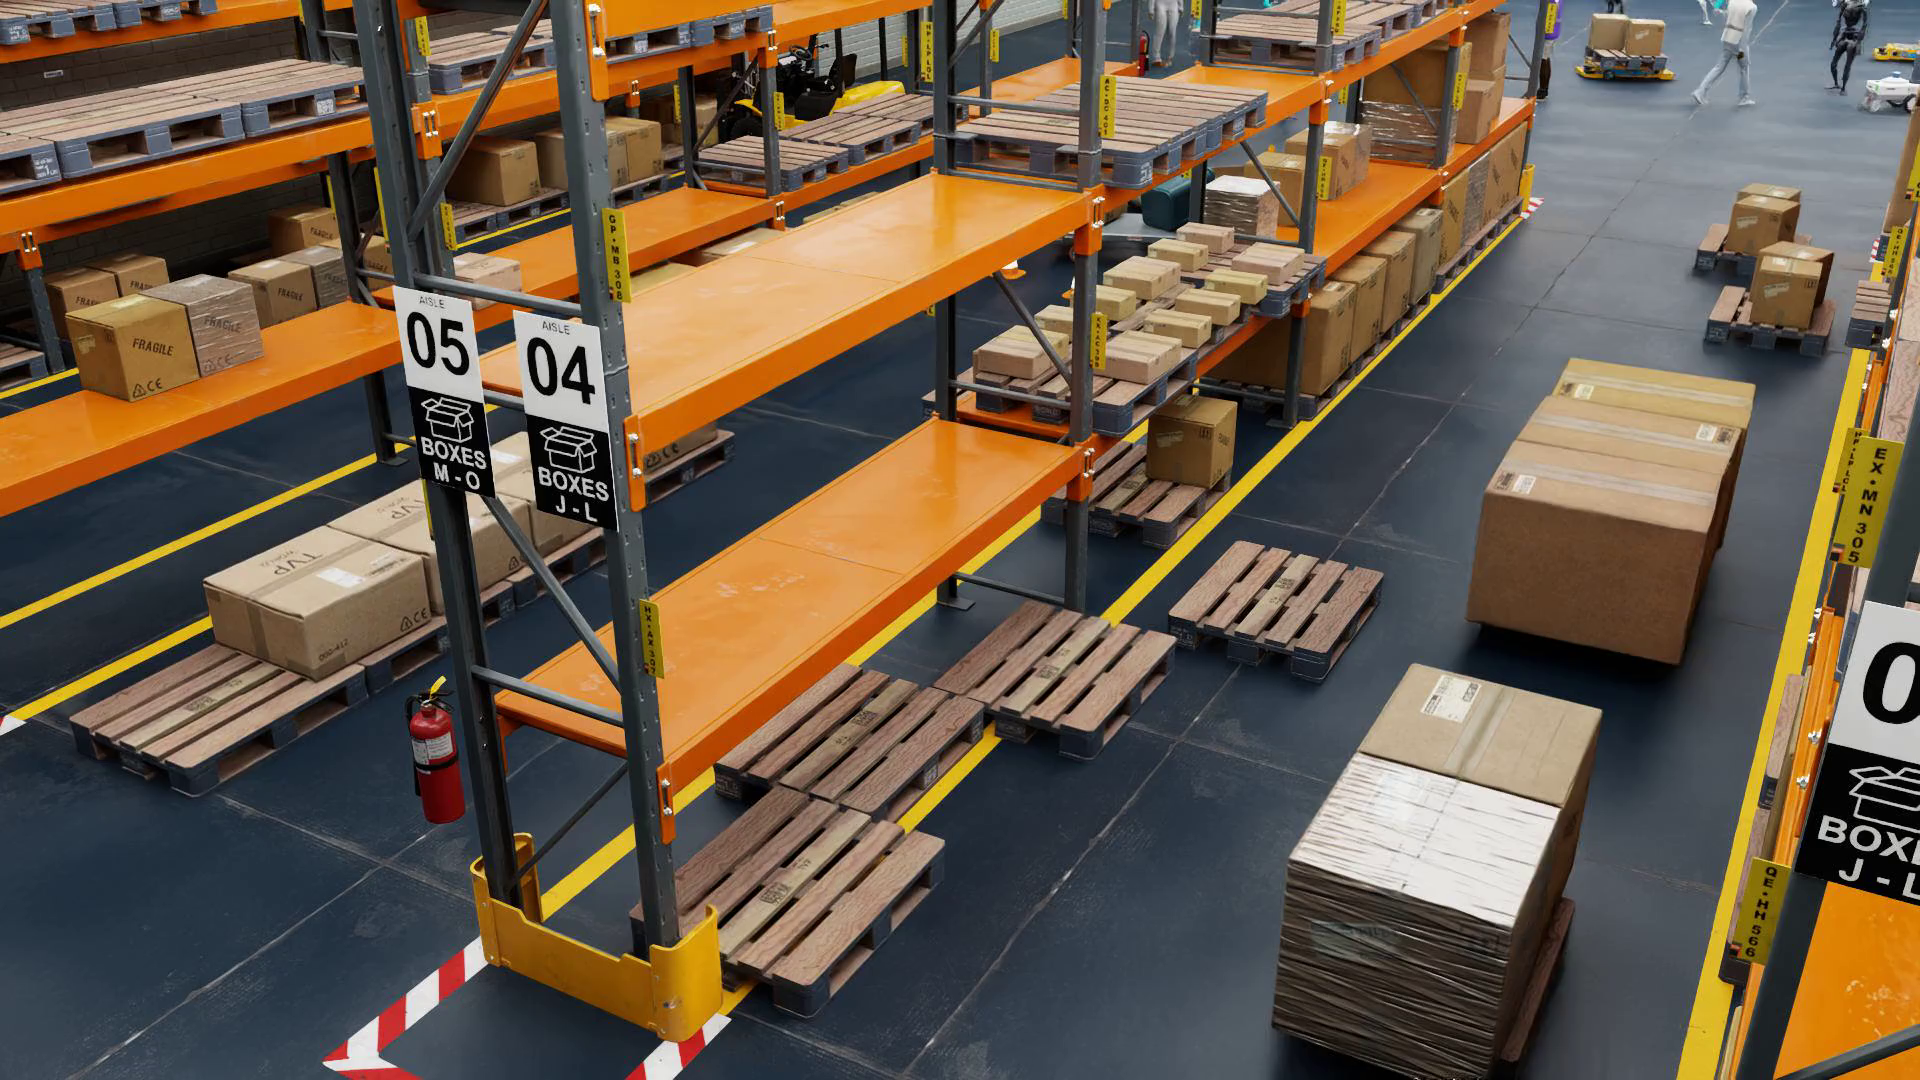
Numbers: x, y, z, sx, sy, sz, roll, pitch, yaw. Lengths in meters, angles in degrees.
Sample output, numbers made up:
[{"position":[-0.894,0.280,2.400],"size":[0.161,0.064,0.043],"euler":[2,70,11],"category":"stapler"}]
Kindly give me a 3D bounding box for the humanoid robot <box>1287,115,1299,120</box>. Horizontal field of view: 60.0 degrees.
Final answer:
[{"position":[4.865,-6.963,24.198],"size":[0.441,1.642,0.614],"euler":[8,27,17],"category":"humanoid robot"}]

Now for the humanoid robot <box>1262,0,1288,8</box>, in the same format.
[{"position":[5.887,-10.533,31.573],"size":[1.038,1.749,0.551],"euler":[16,30,29],"category":"humanoid robot"}]

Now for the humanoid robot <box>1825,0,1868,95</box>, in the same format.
[{"position":[13.873,-7.797,25.932],"size":[0.408,1.643,0.609],"euler":[-8,27,-17],"category":"humanoid robot"}]

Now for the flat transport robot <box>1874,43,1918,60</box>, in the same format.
[{"position":[16.699,-8.438,28.875],"size":[1.431,0.231,0.659],"euler":[11,28,21],"category":"flat transport robot"}]

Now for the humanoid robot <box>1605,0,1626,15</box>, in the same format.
[{"position":[12.227,-10.218,30.951],"size":[0.616,1.643,0.344],"euler":[-20,32,-35],"category":"humanoid robot"}]

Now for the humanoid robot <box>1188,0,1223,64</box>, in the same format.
[{"position":[4.092,-8.910,28.177],"size":[0.826,1.781,0.541],"euler":[-12,28,-24],"category":"humanoid robot"}]

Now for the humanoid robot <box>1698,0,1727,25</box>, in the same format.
[{"position":[14.513,-10.573,31.605],"size":[1.022,1.730,0.558],"euler":[2,26,5],"category":"humanoid robot"}]

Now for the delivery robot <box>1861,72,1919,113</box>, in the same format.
[{"position":[14.023,-6.708,24.973],"size":[0.812,0.614,0.499],"euler":[0,26,0],"category":"delivery robot"}]

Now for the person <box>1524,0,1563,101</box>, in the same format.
[{"position":[8.977,-7.727,25.458],"size":[0.365,1.960,0.604],"euler":[14,29,26],"category":"person"}]

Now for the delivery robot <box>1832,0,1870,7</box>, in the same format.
[{"position":[18.629,-11.420,34.759],"size":[0.812,0.609,0.499],"euler":[-16,30,-29],"category":"delivery robot"}]

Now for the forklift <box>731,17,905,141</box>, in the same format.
[{"position":[-1.819,-5.975,21.543],"size":[2.313,2.155,1.214],"euler":[14,29,26],"category":"forklift"}]

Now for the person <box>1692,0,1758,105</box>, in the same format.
[{"position":[11.680,-7.516,25.123],"size":[0.980,1.879,0.580],"euler":[-8,27,-17],"category":"person"}]

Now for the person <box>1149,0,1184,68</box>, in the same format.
[{"position":[3.494,-8.967,28.093],"size":[0.662,1.911,0.471],"euler":[-9,27,-18],"category":"person"}]

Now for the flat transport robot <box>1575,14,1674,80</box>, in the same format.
[{"position":[10.985,-7.780,27.508],"size":[1.431,0.231,0.659],"euler":[2,26,5],"category":"flat transport robot"}]
